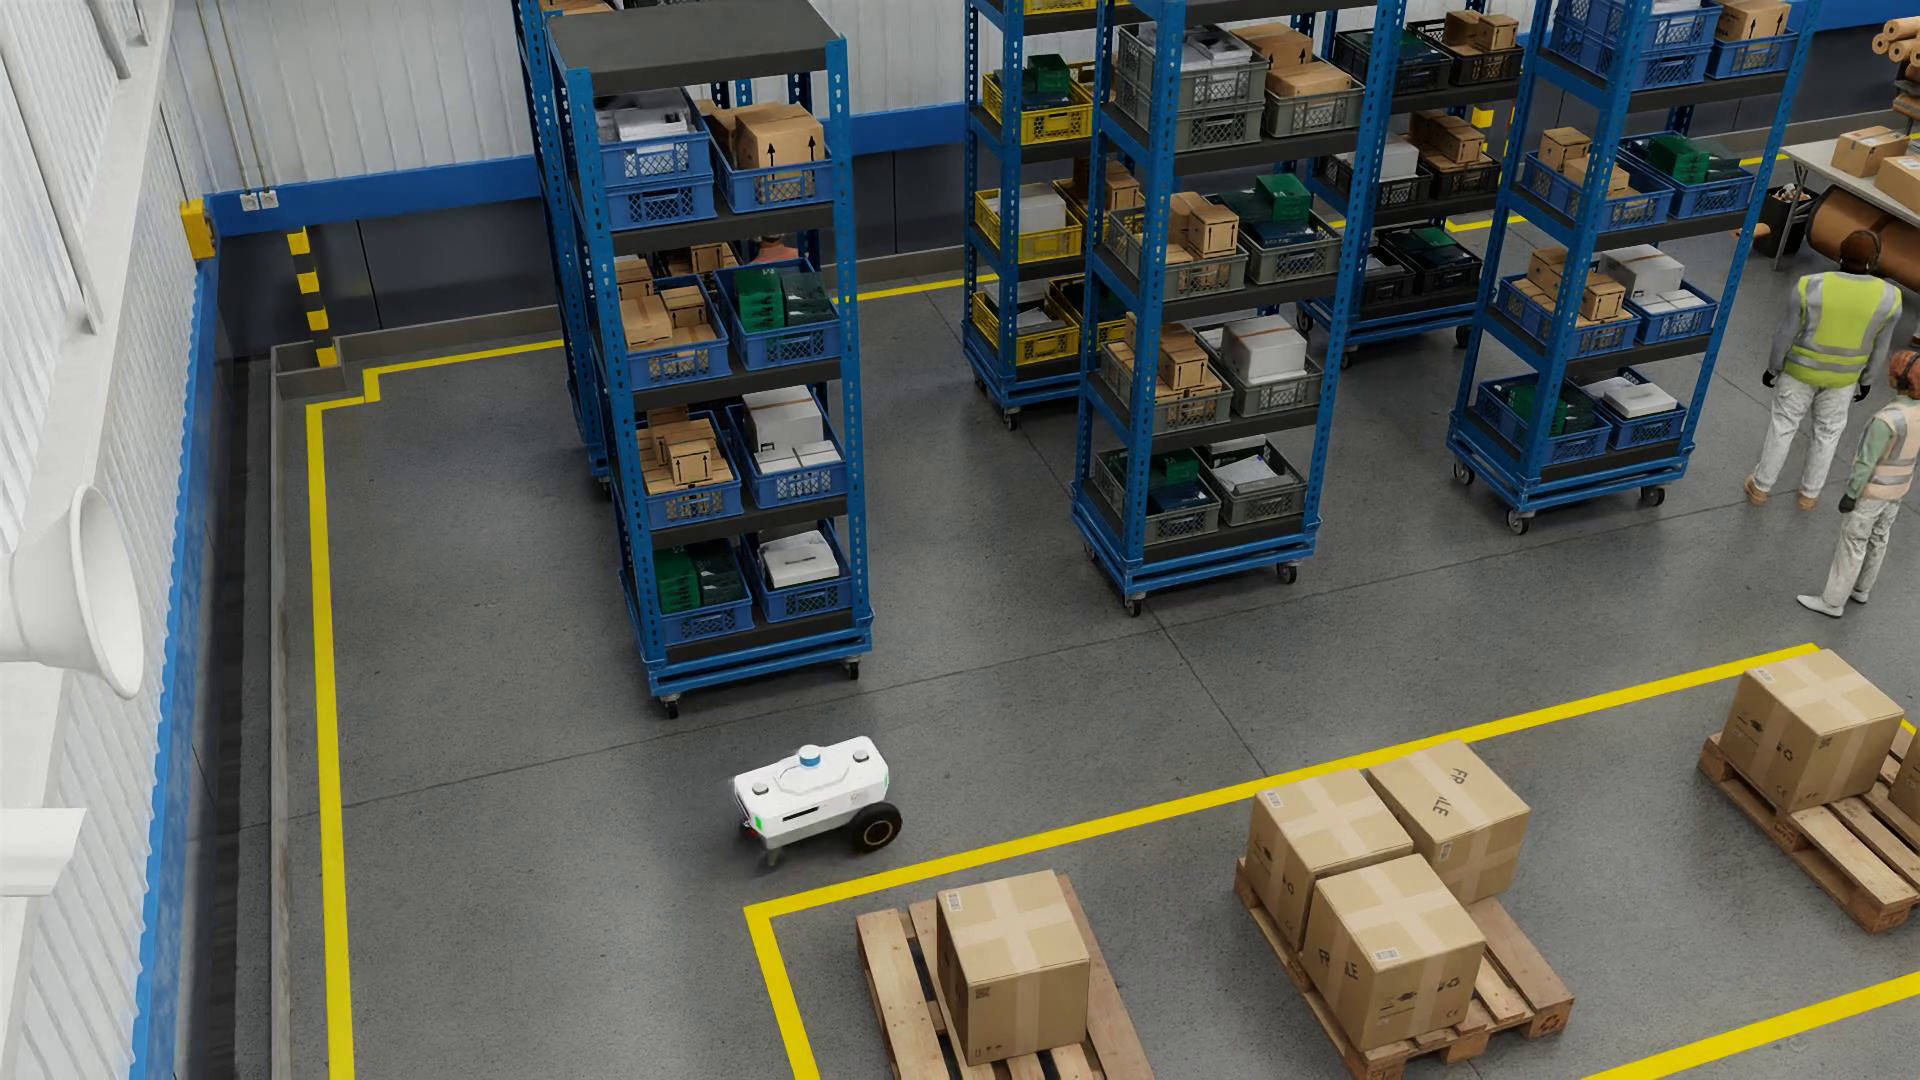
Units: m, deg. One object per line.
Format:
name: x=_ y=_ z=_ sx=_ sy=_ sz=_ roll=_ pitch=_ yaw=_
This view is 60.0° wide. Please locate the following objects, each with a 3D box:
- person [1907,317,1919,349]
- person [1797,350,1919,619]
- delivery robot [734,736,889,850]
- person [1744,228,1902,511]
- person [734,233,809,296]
person: x=7.130 y=-2.112 z=11.603 sx=0.375 sy=1.930 sz=0.630 roll=5 pitch=35 yaw=7
person: x=5.117 y=-0.301 z=9.287 sx=0.520 sy=1.632 sz=0.315 roll=-22 pitch=41 yaw=-28
delivery robot: x=-0.714 y=1.198 z=8.011 sx=0.707 sy=0.478 sz=0.477 roll=-15 pitch=38 yaw=-21
person: x=5.243 y=-1.028 z=10.140 sx=0.633 sy=1.837 sz=0.429 roll=10 pitch=36 yaw=14
person: x=-1.128 y=-1.178 z=10.235 sx=0.626 sy=1.980 sz=0.410 roll=-27 pitch=43 yaw=-33
